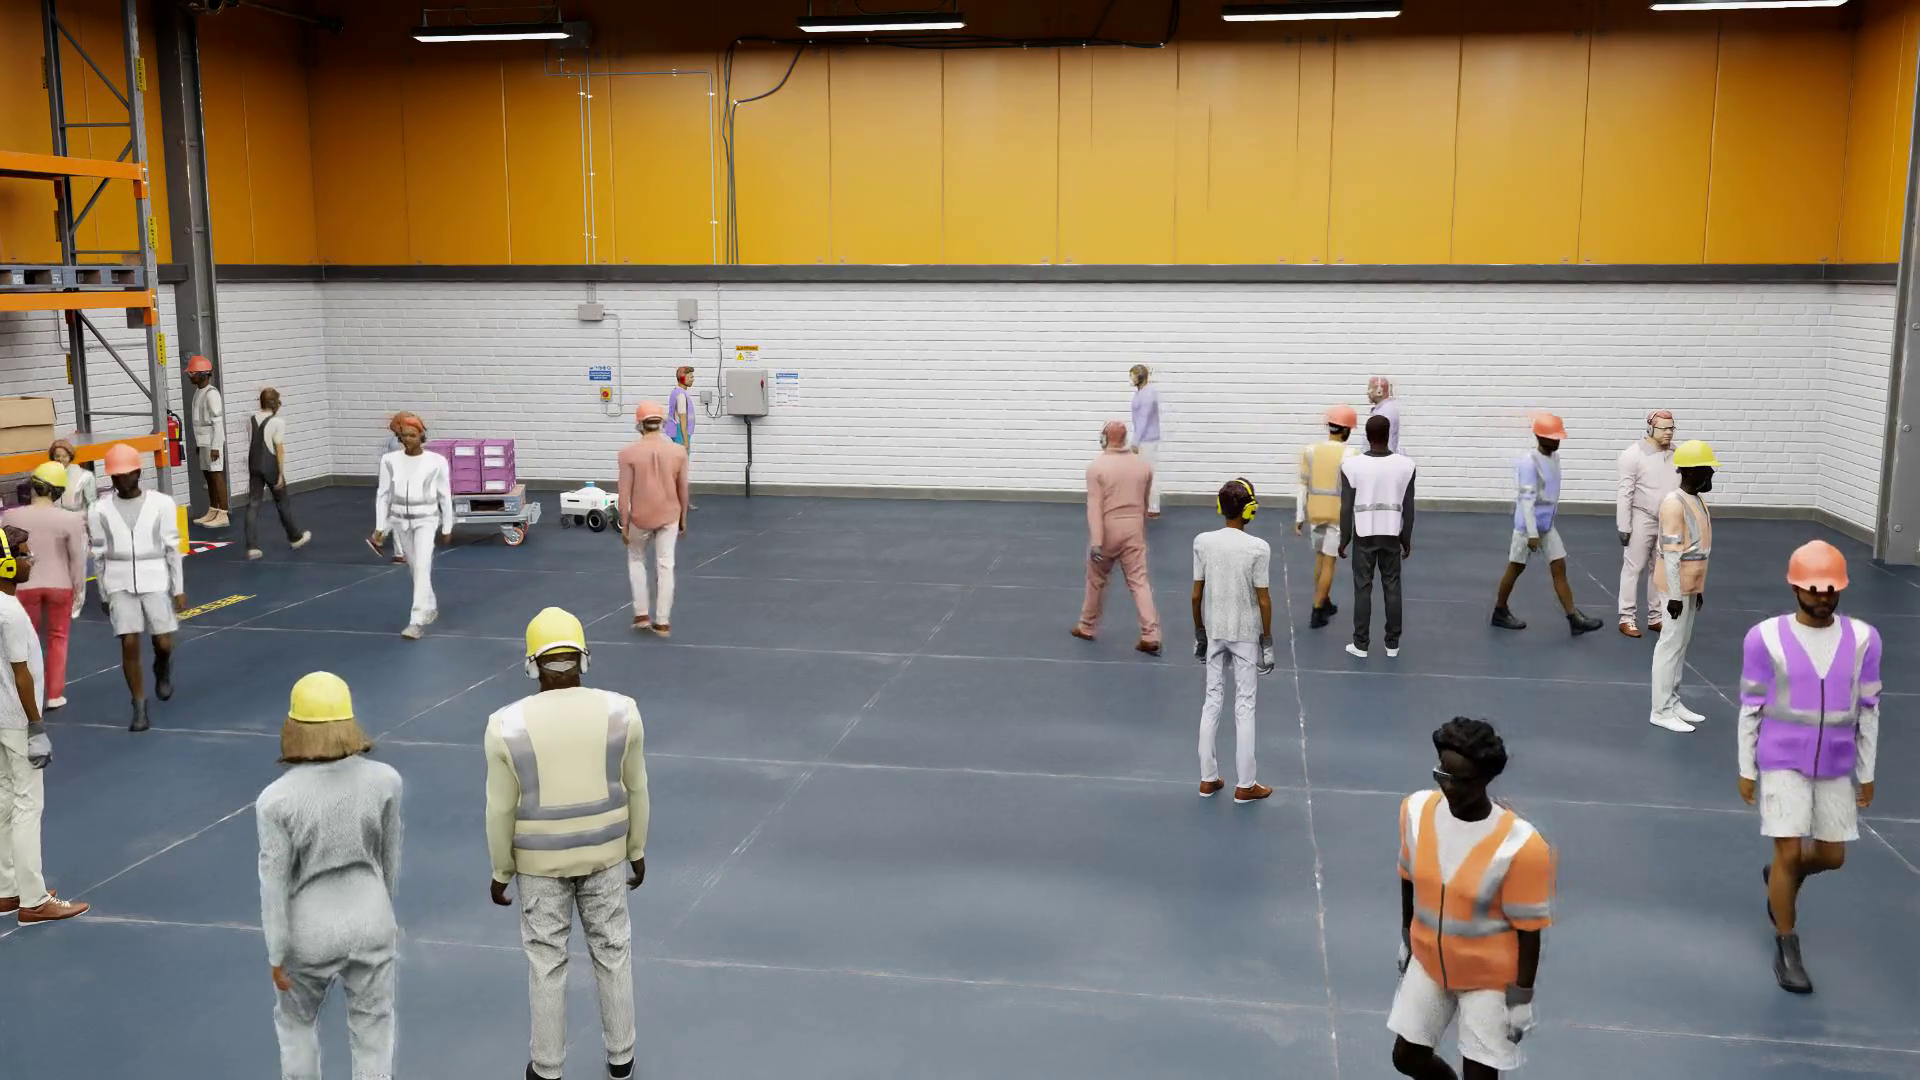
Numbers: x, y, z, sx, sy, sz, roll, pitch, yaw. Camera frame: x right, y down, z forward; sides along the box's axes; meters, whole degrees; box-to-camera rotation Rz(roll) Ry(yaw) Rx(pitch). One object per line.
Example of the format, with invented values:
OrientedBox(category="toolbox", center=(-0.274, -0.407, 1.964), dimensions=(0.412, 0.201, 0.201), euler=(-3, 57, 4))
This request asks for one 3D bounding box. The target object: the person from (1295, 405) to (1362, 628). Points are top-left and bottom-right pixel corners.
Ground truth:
OrientedBox(category="person", center=(3.242, -0.214, 14.323), dimensions=(0.567, 1.900, 0.809), euler=(7, 11, 37))

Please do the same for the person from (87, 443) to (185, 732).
OrientedBox(category="person", center=(-5.508, 0.288, 11.166), dimensions=(0.555, 1.912, 0.648), euler=(-3, 10, -21))

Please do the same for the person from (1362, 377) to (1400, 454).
OrientedBox(category="person", center=(4.581, -0.848, 18.284), dimensions=(0.543, 1.887, 0.678), euler=(2, 9, 13))

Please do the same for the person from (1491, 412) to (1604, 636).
OrientedBox(category="person", center=(4.862, -0.122, 13.824), dimensions=(0.563, 1.875, 1.011), euler=(-8, 12, -40))

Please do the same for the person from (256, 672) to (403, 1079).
OrientedBox(category="person", center=(-2.101, 1.287, 5.564), dimensions=(0.482, 1.722, 0.589), euler=(-6, 11, -34))

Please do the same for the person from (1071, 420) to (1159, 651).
OrientedBox(category="person", center=(1.294, -0.037, 13.428), dimensions=(0.670, 1.854, 1.012), euler=(-4, 10, -25))

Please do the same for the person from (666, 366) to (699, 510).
OrientedBox(category="person", center=(-3.561, -1.300, 21.247), dimensions=(0.374, 1.840, 0.569), euler=(-2, 9, -15))

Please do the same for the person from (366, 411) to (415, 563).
OrientedBox(category="person", center=(-5.885, -0.543, 17.273), dimensions=(0.522, 1.605, 0.513), euler=(-1, 9, -8))

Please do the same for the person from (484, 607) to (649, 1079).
OrientedBox(category="person", center=(-1.439, 1.149, 6.114), dimensions=(0.588, 1.824, 0.403), euler=(-4, 10, -23))

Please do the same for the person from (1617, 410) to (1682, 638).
OrientedBox(category="person", center=(5.776, -0.133, 13.843), dimensions=(0.648, 1.903, 0.399), euler=(-3, 9, -15))

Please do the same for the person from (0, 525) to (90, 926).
OrientedBox(category="person", center=(-4.394, 0.860, 7.766), dimensions=(0.508, 1.872, 0.329), euler=(7, 11, 37))

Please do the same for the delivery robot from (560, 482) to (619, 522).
OrientedBox(category="delivery robot", center=(-4.365, -0.447, 19.650), dimensions=(0.707, 0.478, 0.477), euler=(4, 10, 24))

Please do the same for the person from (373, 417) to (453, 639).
OrientedBox(category="person", center=(-4.588, -0.121, 14.013), dimensions=(0.578, 1.833, 1.006), euler=(1, 9, 5))

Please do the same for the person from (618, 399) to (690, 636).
OrientedBox(category="person", center=(-2.587, -0.197, 13.992), dimensions=(0.639, 1.966, 0.681), euler=(-4, 10, -24))

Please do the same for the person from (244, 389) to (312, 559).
OrientedBox(category="person", center=(-7.404, -0.721, 17.833), dimensions=(0.547, 1.780, 0.985), euler=(2, 9, 13))

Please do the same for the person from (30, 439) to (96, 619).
OrientedBox(category="person", center=(-7.694, -0.061, 14.294), dimensions=(0.528, 1.590, 0.864), euler=(-4, 10, -24))

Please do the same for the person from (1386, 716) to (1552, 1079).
OrientedBox(category="person", center=(1.612, 1.353, 5.257), dimensions=(0.410, 1.676, 0.556), euler=(-8, 12, -40))

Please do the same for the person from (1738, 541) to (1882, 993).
OrientedBox(category="person", center=(3.633, 0.930, 7.184), dimensions=(0.554, 1.915, 0.696), euler=(2, 9, 10))

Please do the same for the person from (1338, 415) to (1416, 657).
OrientedBox(category="person", center=(3.278, -0.024, 13.107), dimensions=(0.590, 1.916, 0.398), euler=(0, 9, 1))

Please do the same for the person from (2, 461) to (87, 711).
OrientedBox(category="person", center=(-6.270, 0.338, 11.370), dimensions=(0.552, 1.740, 0.518), euler=(-2, 9, -15))

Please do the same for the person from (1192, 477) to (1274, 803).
OrientedBox(category="person", center=(1.572, 0.572, 9.551), dimensions=(0.514, 1.872, 0.328), euler=(6, 11, 35))

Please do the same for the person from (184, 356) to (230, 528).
OrientedBox(category="person", center=(-8.953, -1.161, 19.761), dimensions=(0.388, 2.045, 0.605), euler=(-8, 12, -40))

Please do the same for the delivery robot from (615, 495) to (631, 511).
OrientedBox(category="delivery robot", center=(-3.658, -0.412, 19.433), dimensions=(0.707, 0.478, 0.477), euler=(0, 9, -3))

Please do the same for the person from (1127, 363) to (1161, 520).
OrientedBox(category="person", center=(2.208, -1.197, 20.369), dimensions=(0.589, 1.915, 0.648), euler=(-1, 9, -5))

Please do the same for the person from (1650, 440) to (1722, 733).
OrientedBox(category="person", center=(4.817, 0.296, 11.072), dimensions=(0.354, 1.930, 0.587), euler=(6, 11, 35))
